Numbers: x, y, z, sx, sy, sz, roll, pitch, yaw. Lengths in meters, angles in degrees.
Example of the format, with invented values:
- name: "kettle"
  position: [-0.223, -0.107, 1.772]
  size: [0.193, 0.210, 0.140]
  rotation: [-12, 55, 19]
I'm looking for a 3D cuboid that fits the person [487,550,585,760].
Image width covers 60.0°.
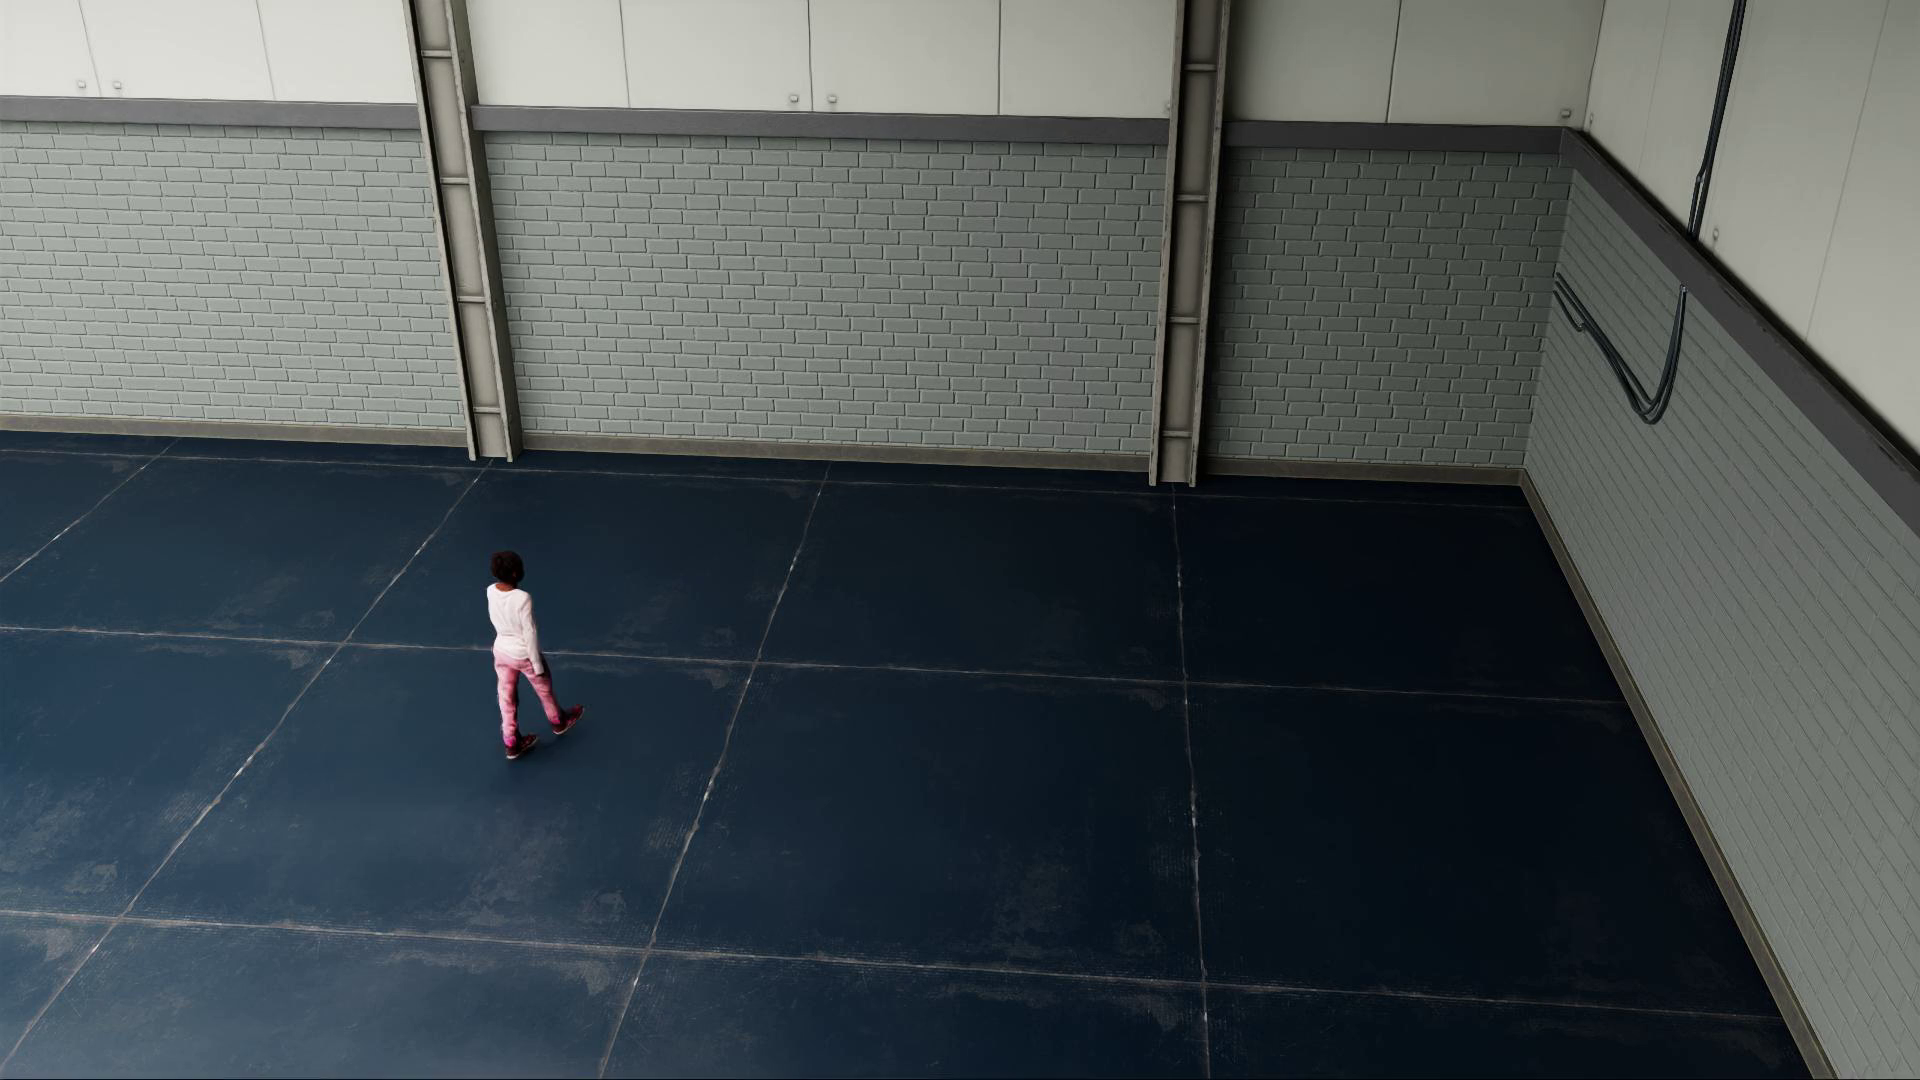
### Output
- name: "person"
  position: [-2.805, 0.730, 10.379]
  size: [0.857, 1.430, 0.817]
  rotation: [13, 30, 24]
